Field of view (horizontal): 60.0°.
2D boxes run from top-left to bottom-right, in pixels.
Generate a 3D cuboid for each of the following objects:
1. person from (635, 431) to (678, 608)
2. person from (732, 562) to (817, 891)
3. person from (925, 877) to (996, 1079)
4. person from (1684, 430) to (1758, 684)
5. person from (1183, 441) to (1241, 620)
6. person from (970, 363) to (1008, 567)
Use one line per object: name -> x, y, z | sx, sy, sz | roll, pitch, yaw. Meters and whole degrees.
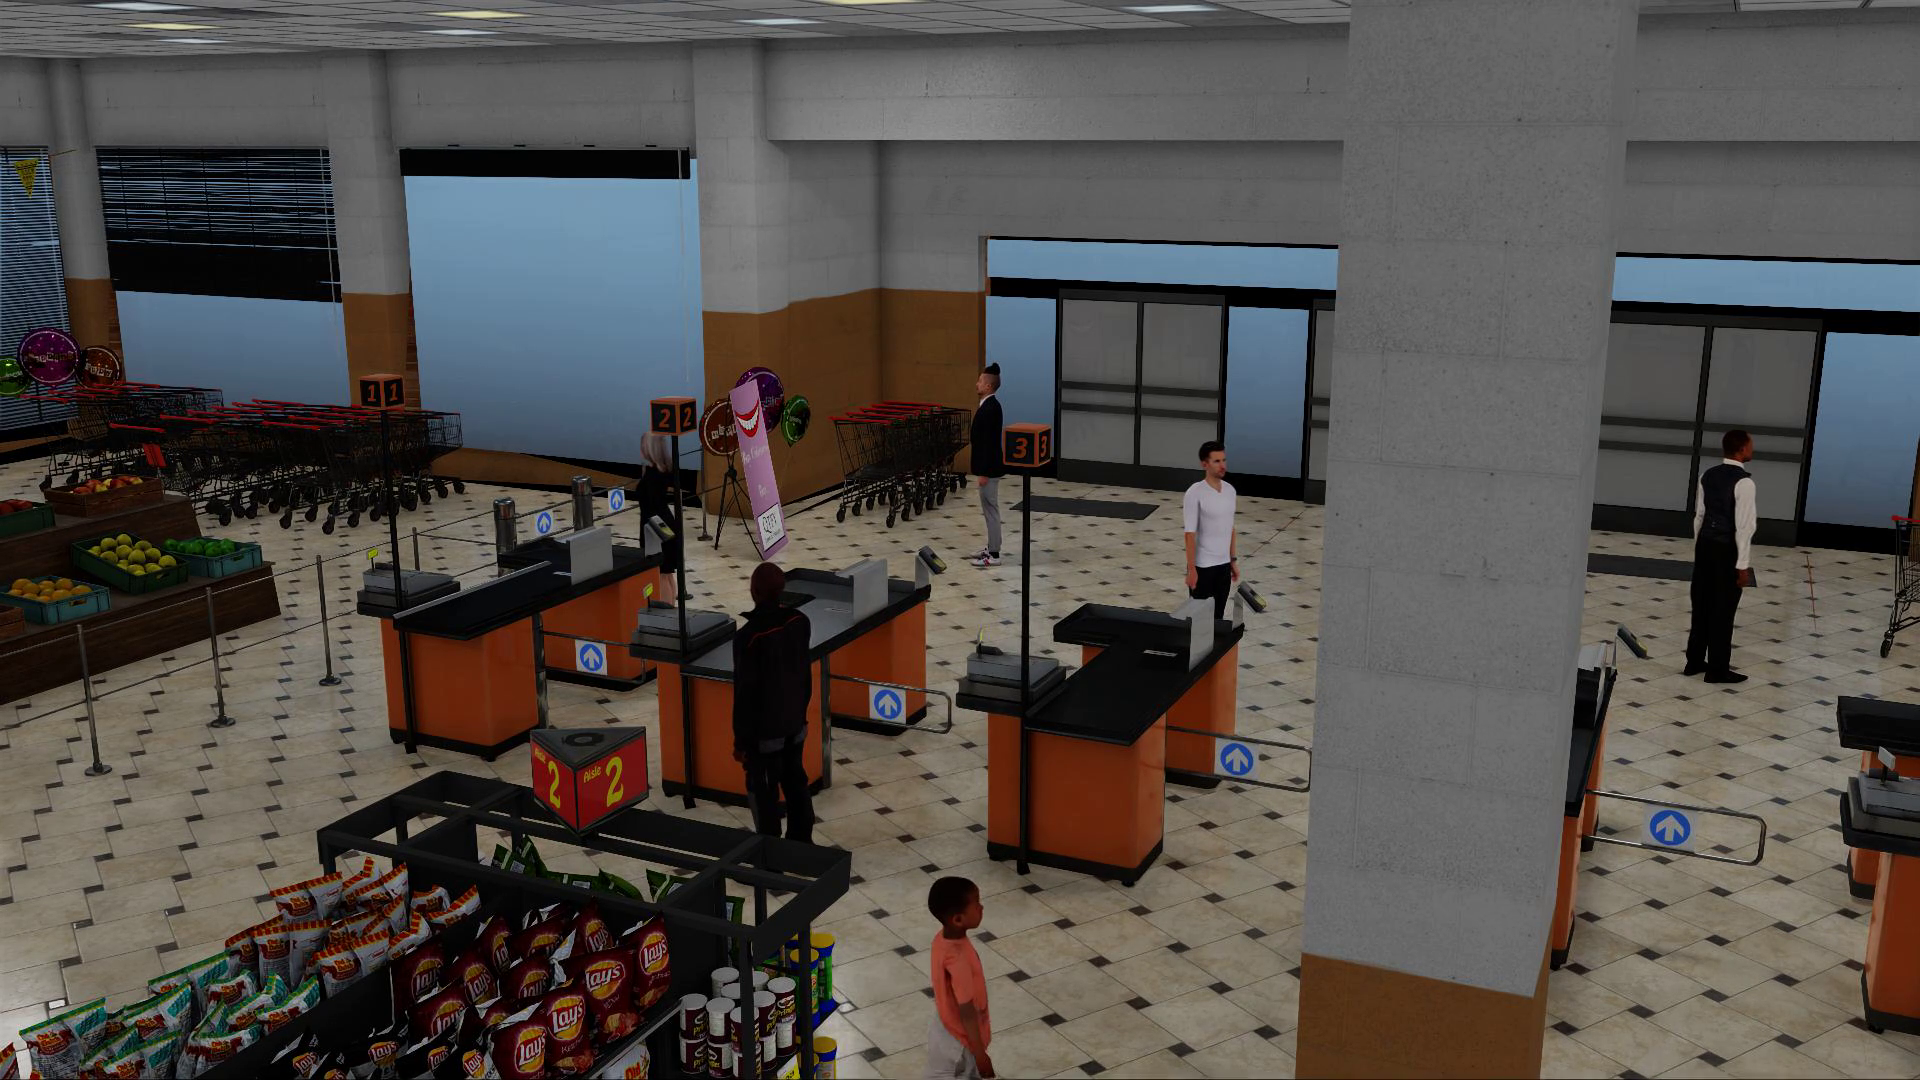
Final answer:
person -> -2.461, -0.034, 13.536 | 0.741, 1.746, 0.628 | 1, 14, 2
person -> -1.015, 1.003, 9.091 | 0.822, 1.825, 0.632 | 11, 18, 39
person -> -0.075, 1.923, 6.403 | 0.793, 1.304, 0.885 | 0, 14, -1
person -> 5.753, 0.112, 12.569 | 0.832, 1.918, 0.758 | -4, 14, -16
person -> 1.866, 0.171, 12.467 | 0.682, 1.851, 0.816 | -10, 17, -36
person -> 0.280, -0.733, 15.983 | 0.854, 1.950, 0.690 | 0, 14, 2
